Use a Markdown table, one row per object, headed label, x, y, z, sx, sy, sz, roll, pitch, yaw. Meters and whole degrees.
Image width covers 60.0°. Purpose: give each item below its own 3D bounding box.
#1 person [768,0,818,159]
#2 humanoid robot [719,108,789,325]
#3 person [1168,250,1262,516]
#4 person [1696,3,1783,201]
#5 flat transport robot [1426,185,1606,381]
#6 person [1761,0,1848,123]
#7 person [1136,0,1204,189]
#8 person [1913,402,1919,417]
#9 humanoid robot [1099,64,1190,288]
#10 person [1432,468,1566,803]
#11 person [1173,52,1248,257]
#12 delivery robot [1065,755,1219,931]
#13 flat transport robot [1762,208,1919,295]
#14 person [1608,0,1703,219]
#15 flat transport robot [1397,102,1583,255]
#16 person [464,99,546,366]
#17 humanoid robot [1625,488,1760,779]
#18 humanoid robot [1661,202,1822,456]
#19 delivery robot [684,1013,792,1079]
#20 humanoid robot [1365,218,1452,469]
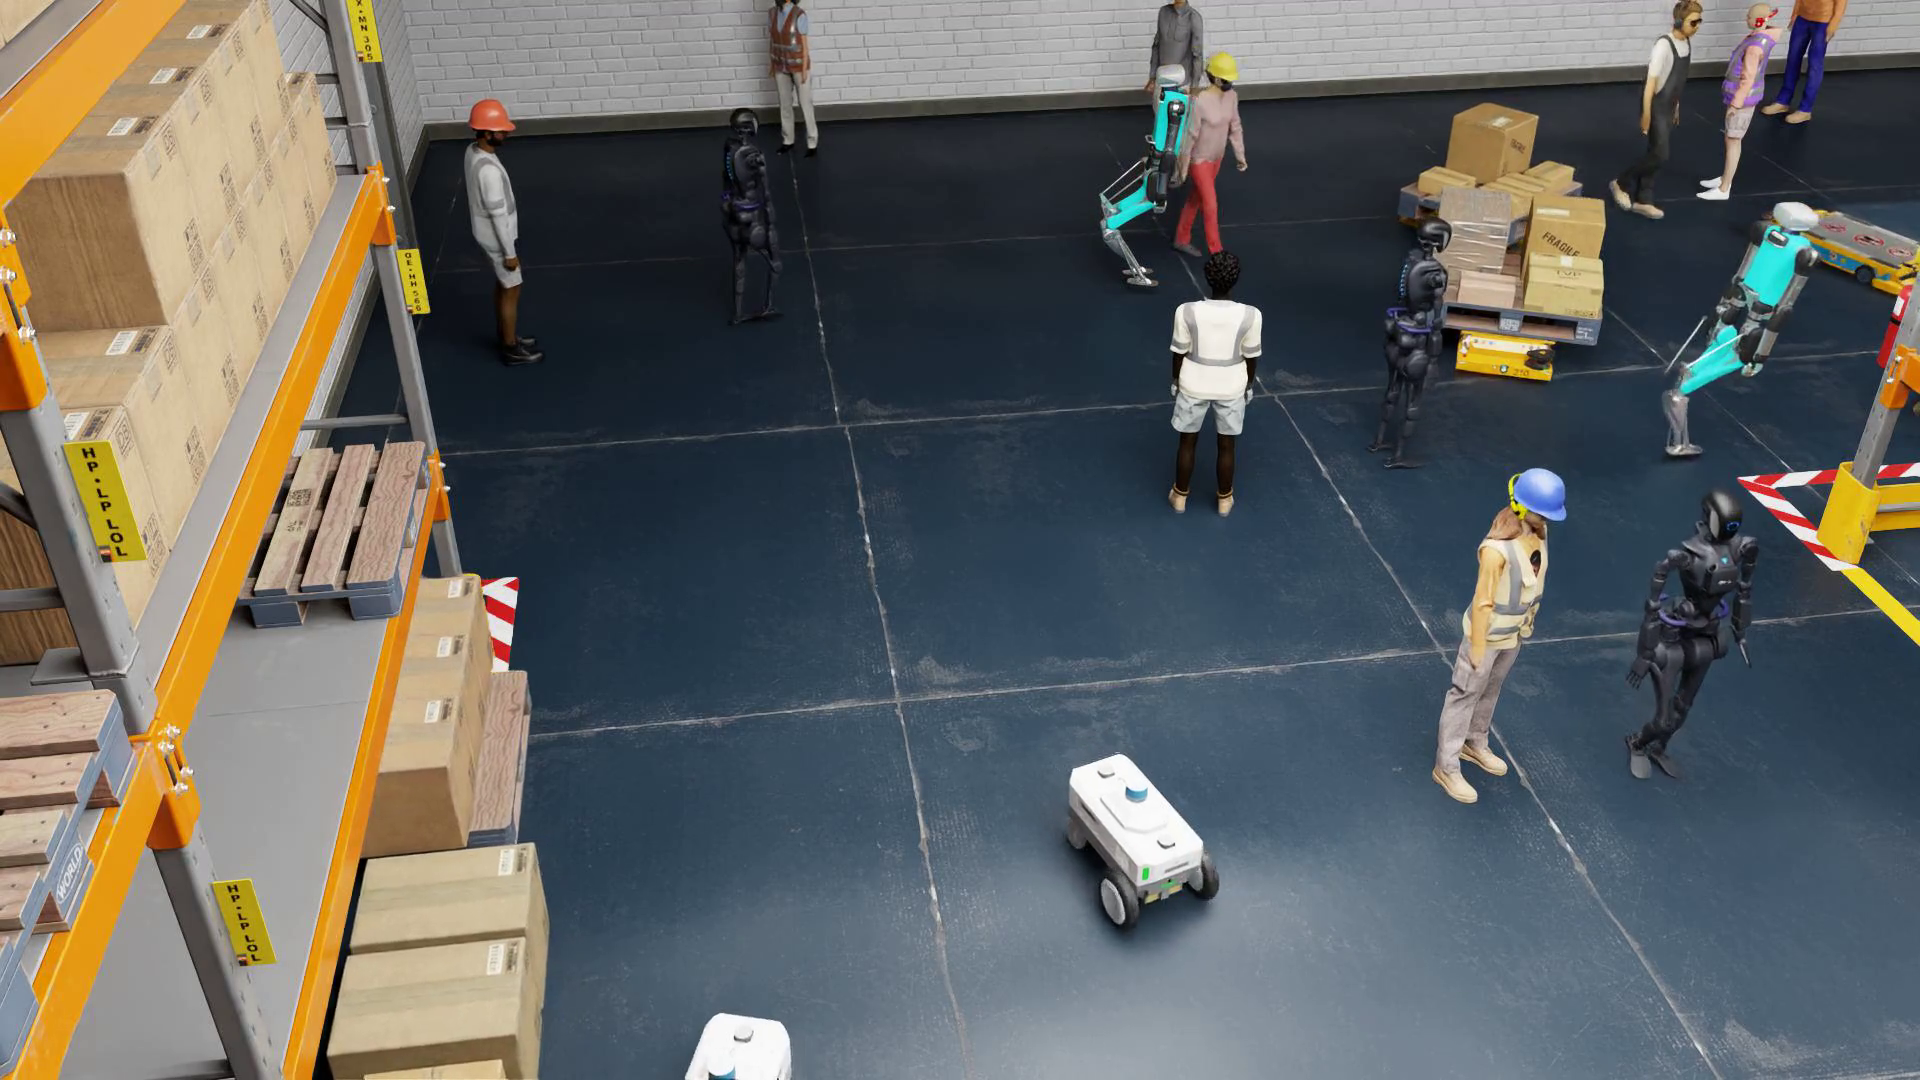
| label | x | y | z | sx | sy | sz | roll | pitch | yaw |
| --- | --- | --- | --- | --- | --- | --- | --- | --- | --- |
| person | -1.559 | -4.328 | 15.192 | 0.435 | 1.680 | 0.328 | 17 | 37 | 24 |
| humanoid robot | -1.559 | -2.374 | 12.204 | 0.438 | 1.651 | 0.612 | -24 | 40 | -32 |
| person | 1.512 | -0.916 | 9.957 | 0.534 | 1.692 | 0.320 | 4 | 33 | 6 |
| person | 6.724 | -3.769 | 14.325 | 0.350 | 1.693 | 0.477 | 16 | 36 | 23 |
| flat transport robot | 4.044 | -1.604 | 12.311 | 0.659 | 0.231 | 1.431 | 9 | 34 | 14 |
| person | 8.224 | -5.025 | 15.994 | 0.403 | 1.977 | 0.521 | -15 | 36 | -21 |
| person | 1.886 | -4.040 | 14.554 | 0.533 | 1.898 | 0.398 | 28 | 43 | 36 |
| person | 6.951 | -1.446 | 10.651 | 0.542 | 1.821 | 0.985 | -27 | 42 | -35 |
| humanoid robot | 1.326 | -2.751 | 12.602 | 0.735 | 1.677 | 0.533 | 0 | 33 | 0 |
| person | 2.541 | 0.435 | 7.810 | 0.468 | 1.772 | 0.324 | -26 | 41 | -34 |
| person | 2.033 | -2.957 | 13.046 | 0.867 | 1.722 | 0.542 | 26 | 41 | 34 |
| delivery robot | 0.797 | 1.346 | 7.542 | 0.499 | 0.609 | 0.807 | -15 | 36 | -22 |
| flat transport robot | 7.244 | -2.350 | 13.454 | 0.659 | 0.231 | 1.431 | -17 | 37 | -24 |
| person | 5.887 | -3.585 | 13.911 | 0.527 | 1.834 | 0.415 | -28 | 42 | -36 |
| flat transport robot | 4.466 | -2.604 | 13.843 | 0.659 | 0.231 | 1.431 | -28 | 42 | -36 |
| person | -3.191 | -2.128 | 11.605 | 0.385 | 1.923 | 0.547 | -15 | 36 | -21 |
| humanoid robot | 3.456 | 0.469 | 7.844 | 0.605 | 1.651 | 0.327 | -7 | 34 | -11 |
| humanoid robot | 4.739 | -1.215 | 10.412 | 0.809 | 1.801 | 0.542 | -8 | 34 | -12 |
| delivery robot | -0.874 | 2.189 | 6.240 | 0.517 | 0.598 | 0.769 | 6 | 34 | 9 |
| humanoid robot | 2.850 | -1.245 | 10.471 | 0.323 | 1.654 | 0.590 | -7 | 34 | -11 |
